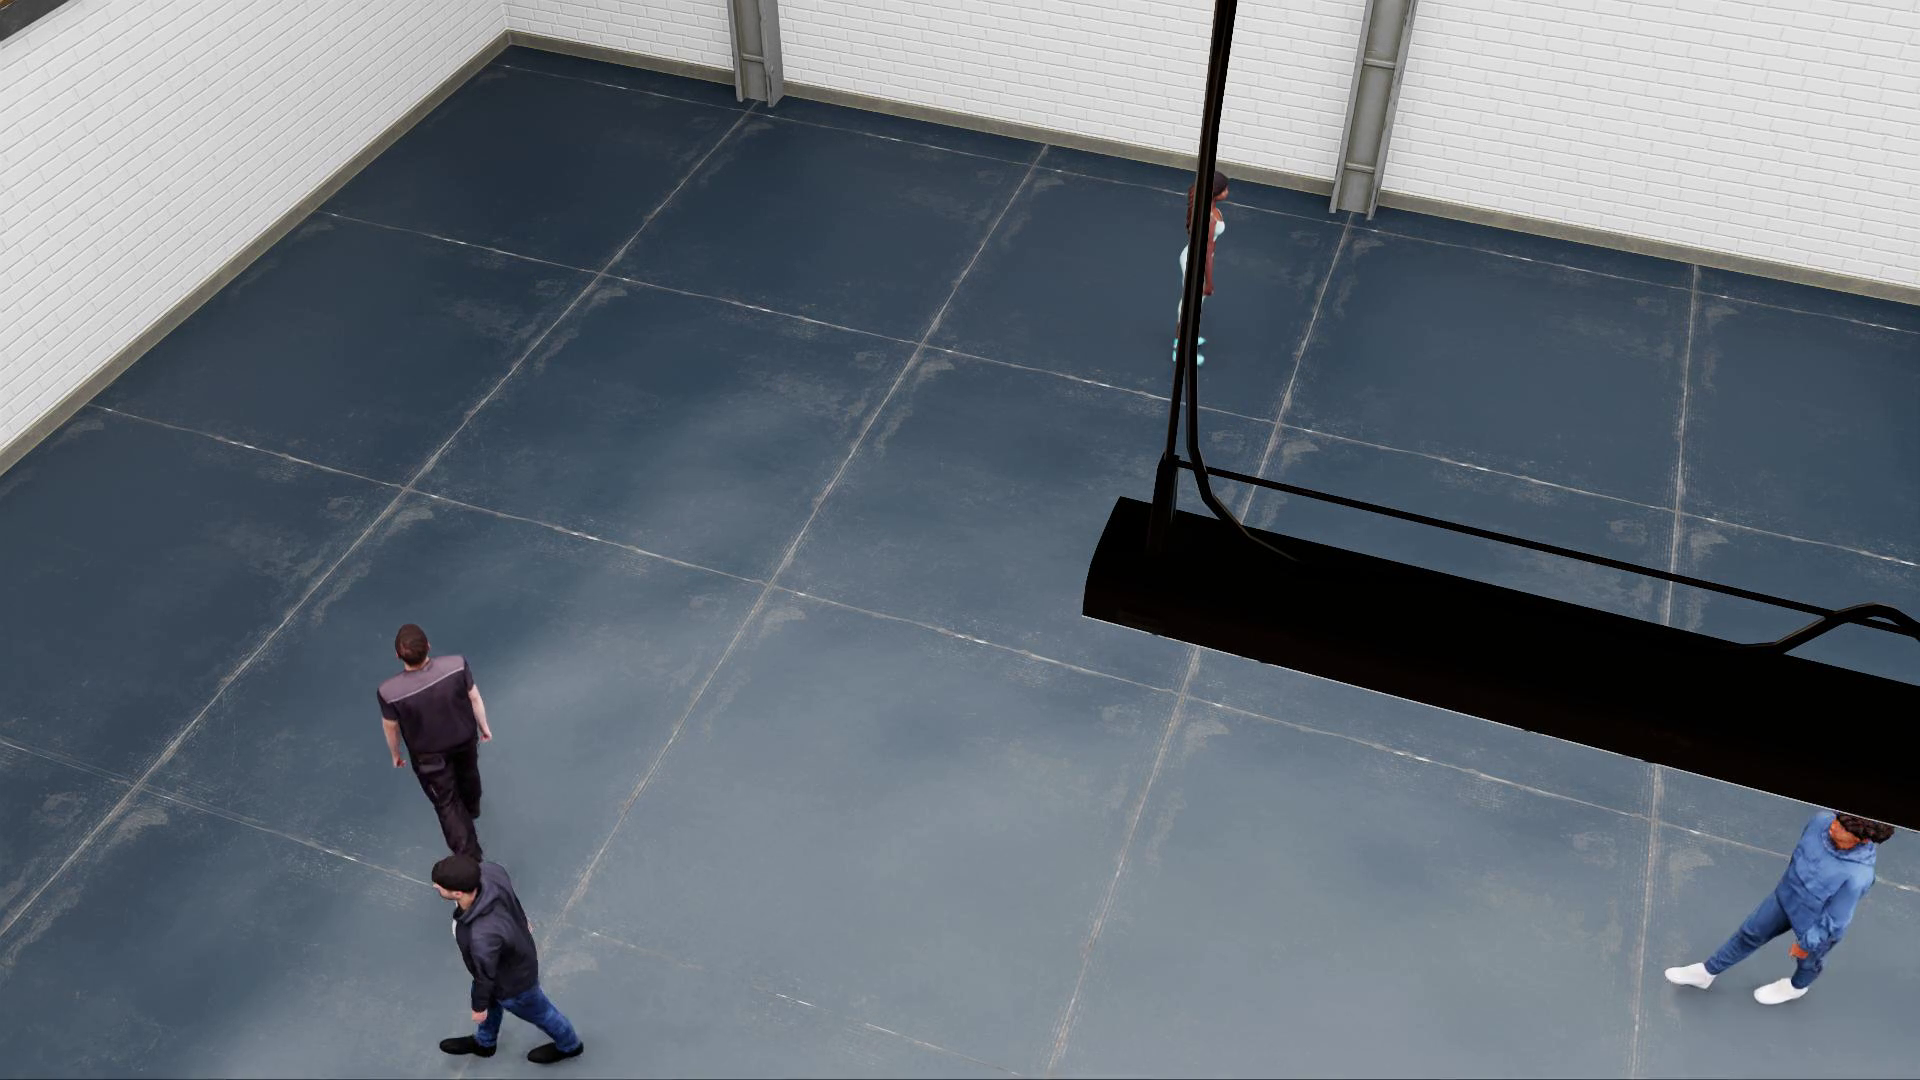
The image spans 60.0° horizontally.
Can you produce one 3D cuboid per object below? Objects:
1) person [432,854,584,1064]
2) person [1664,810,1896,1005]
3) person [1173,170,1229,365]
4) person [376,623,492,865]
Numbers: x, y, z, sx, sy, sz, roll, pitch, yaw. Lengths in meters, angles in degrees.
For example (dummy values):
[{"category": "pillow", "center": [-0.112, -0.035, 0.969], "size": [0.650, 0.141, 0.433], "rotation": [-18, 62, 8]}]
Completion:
[{"category": "person", "center": [-2.208, 2.168, 8.479], "size": [1.129, 1.860, 1.003], "rotation": [-8, 44, -8]}, {"category": "person", "center": [4.577, 1.931, 8.785], "size": [1.146, 1.780, 0.978], "rotation": [-5, 44, -5]}, {"category": "person", "center": [1.866, -2.157, 13.117], "size": [0.663, 1.724, 0.647], "rotation": [-4, 44, -4]}, {"category": "person", "center": [-2.937, 1.208, 9.515], "size": [1.159, 1.820, 1.266], "rotation": [-22, 48, -22]}]
